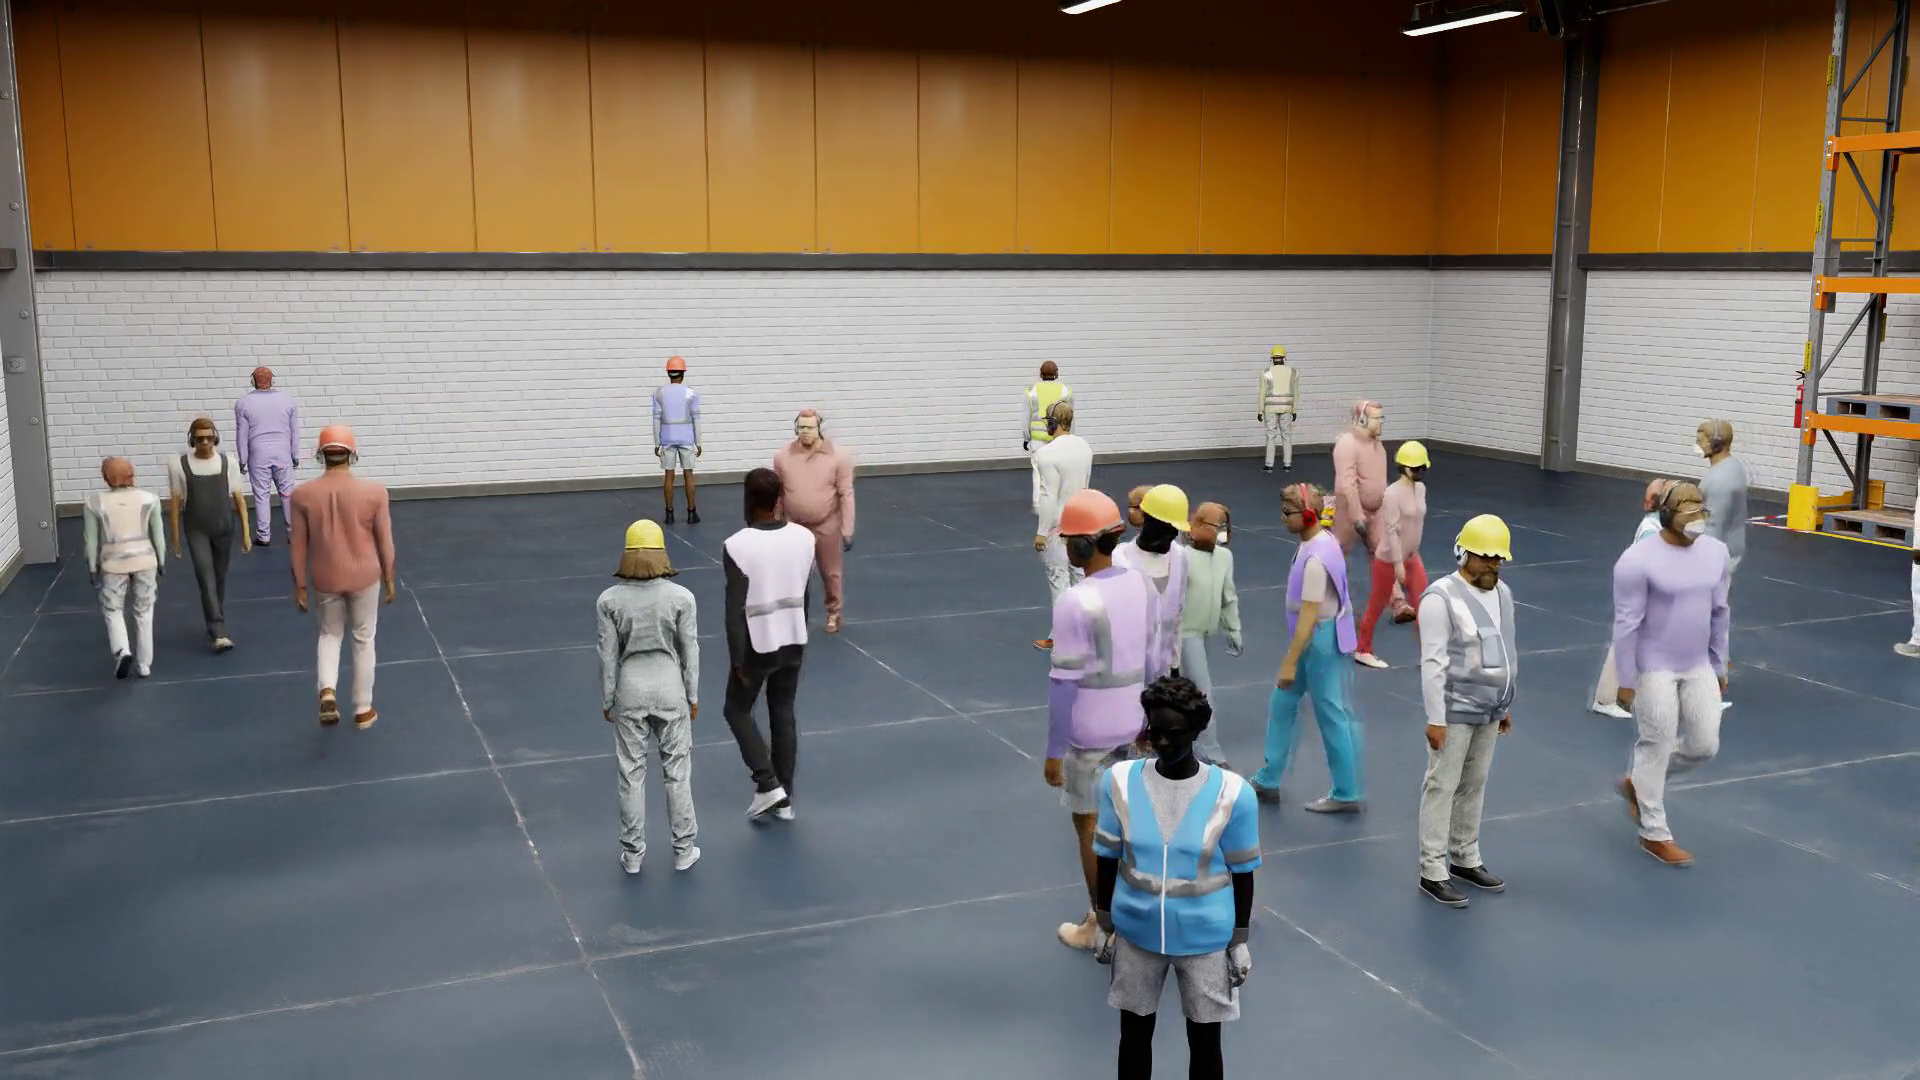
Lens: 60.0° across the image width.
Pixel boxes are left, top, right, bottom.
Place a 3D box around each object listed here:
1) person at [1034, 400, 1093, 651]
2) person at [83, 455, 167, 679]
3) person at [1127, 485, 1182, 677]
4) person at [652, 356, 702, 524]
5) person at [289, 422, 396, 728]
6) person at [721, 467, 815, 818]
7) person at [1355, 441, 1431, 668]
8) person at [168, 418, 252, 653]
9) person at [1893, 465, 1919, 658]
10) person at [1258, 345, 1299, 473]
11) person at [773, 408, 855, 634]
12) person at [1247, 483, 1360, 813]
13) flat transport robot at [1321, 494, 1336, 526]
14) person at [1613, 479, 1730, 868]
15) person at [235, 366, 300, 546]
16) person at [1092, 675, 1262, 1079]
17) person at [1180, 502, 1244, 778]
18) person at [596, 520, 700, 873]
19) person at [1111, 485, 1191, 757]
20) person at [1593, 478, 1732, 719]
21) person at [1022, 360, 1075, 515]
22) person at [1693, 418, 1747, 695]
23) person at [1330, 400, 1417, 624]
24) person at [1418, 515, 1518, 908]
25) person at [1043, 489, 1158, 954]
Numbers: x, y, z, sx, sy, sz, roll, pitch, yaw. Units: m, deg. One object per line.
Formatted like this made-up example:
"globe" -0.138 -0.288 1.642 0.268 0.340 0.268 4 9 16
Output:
"person" 0.784 -0.105 12.787 0.359 1.938 0.632 7 12 36
"person" -5.904 0.214 11.812 0.527 1.628 0.457 -6 11 -32
"person" 1.236 0.435 10.608 0.906 1.577 0.524 7 12 38
"person" -3.240 -1.144 19.095 0.551 1.932 0.376 -1 9 -4
"person" -3.912 0.245 10.572 0.617 1.978 0.513 -2 9 -9
"person" -1.025 0.559 8.879 0.594 1.899 0.444 -8 12 -39
"person" 3.238 0.139 11.972 0.562 1.703 0.936 -8 12 -40
"person" -5.796 -0.049 12.886 0.529 1.793 0.958 -7 12 -35
"person" 7.360 -0.011 12.424 0.600 1.866 0.517 -4 10 -24
"person" 4.546 -1.872 23.829 0.591 1.829 0.404 -1 9 -6
"person" -1.146 -0.117 13.109 0.676 1.866 0.986 1 9 6
"person" 1.798 0.594 8.945 0.847 1.804 0.595 1 9 8
"flat transport robot" 4.386 -0.349 19.308 0.652 0.197 1.431 4 10 25
"person" 3.511 0.644 8.286 0.650 1.928 0.511 -3 10 -16
"person" -7.332 -0.889 17.630 0.638 1.911 0.402 -6 11 -34
"person" 0.673 1.254 5.284 0.540 1.695 0.317 3 10 20
"person" 1.451 0.584 9.604 0.517 1.599 0.755 -9 13 -43
"person" -1.513 0.764 8.138 0.484 1.736 0.305 -1 9 -7
"person" 0.954 0.621 8.661 0.601 1.856 0.989 -5 11 -30
"person" 4.551 0.403 10.740 0.857 1.592 0.525 6 11 33
"person" 1.054 -1.218 19.824 0.634 1.841 0.429 0 9 -1
"person" 5.175 0.117 11.471 0.443 1.924 0.648 5 10 27
"person" 3.358 -0.219 13.740 0.646 1.854 1.004 -8 13 -42
"person" 2.381 0.781 7.767 0.586 1.824 0.404 -7 12 -37
"person" 0.573 0.788 7.097 0.421 2.026 0.637 8 12 40
